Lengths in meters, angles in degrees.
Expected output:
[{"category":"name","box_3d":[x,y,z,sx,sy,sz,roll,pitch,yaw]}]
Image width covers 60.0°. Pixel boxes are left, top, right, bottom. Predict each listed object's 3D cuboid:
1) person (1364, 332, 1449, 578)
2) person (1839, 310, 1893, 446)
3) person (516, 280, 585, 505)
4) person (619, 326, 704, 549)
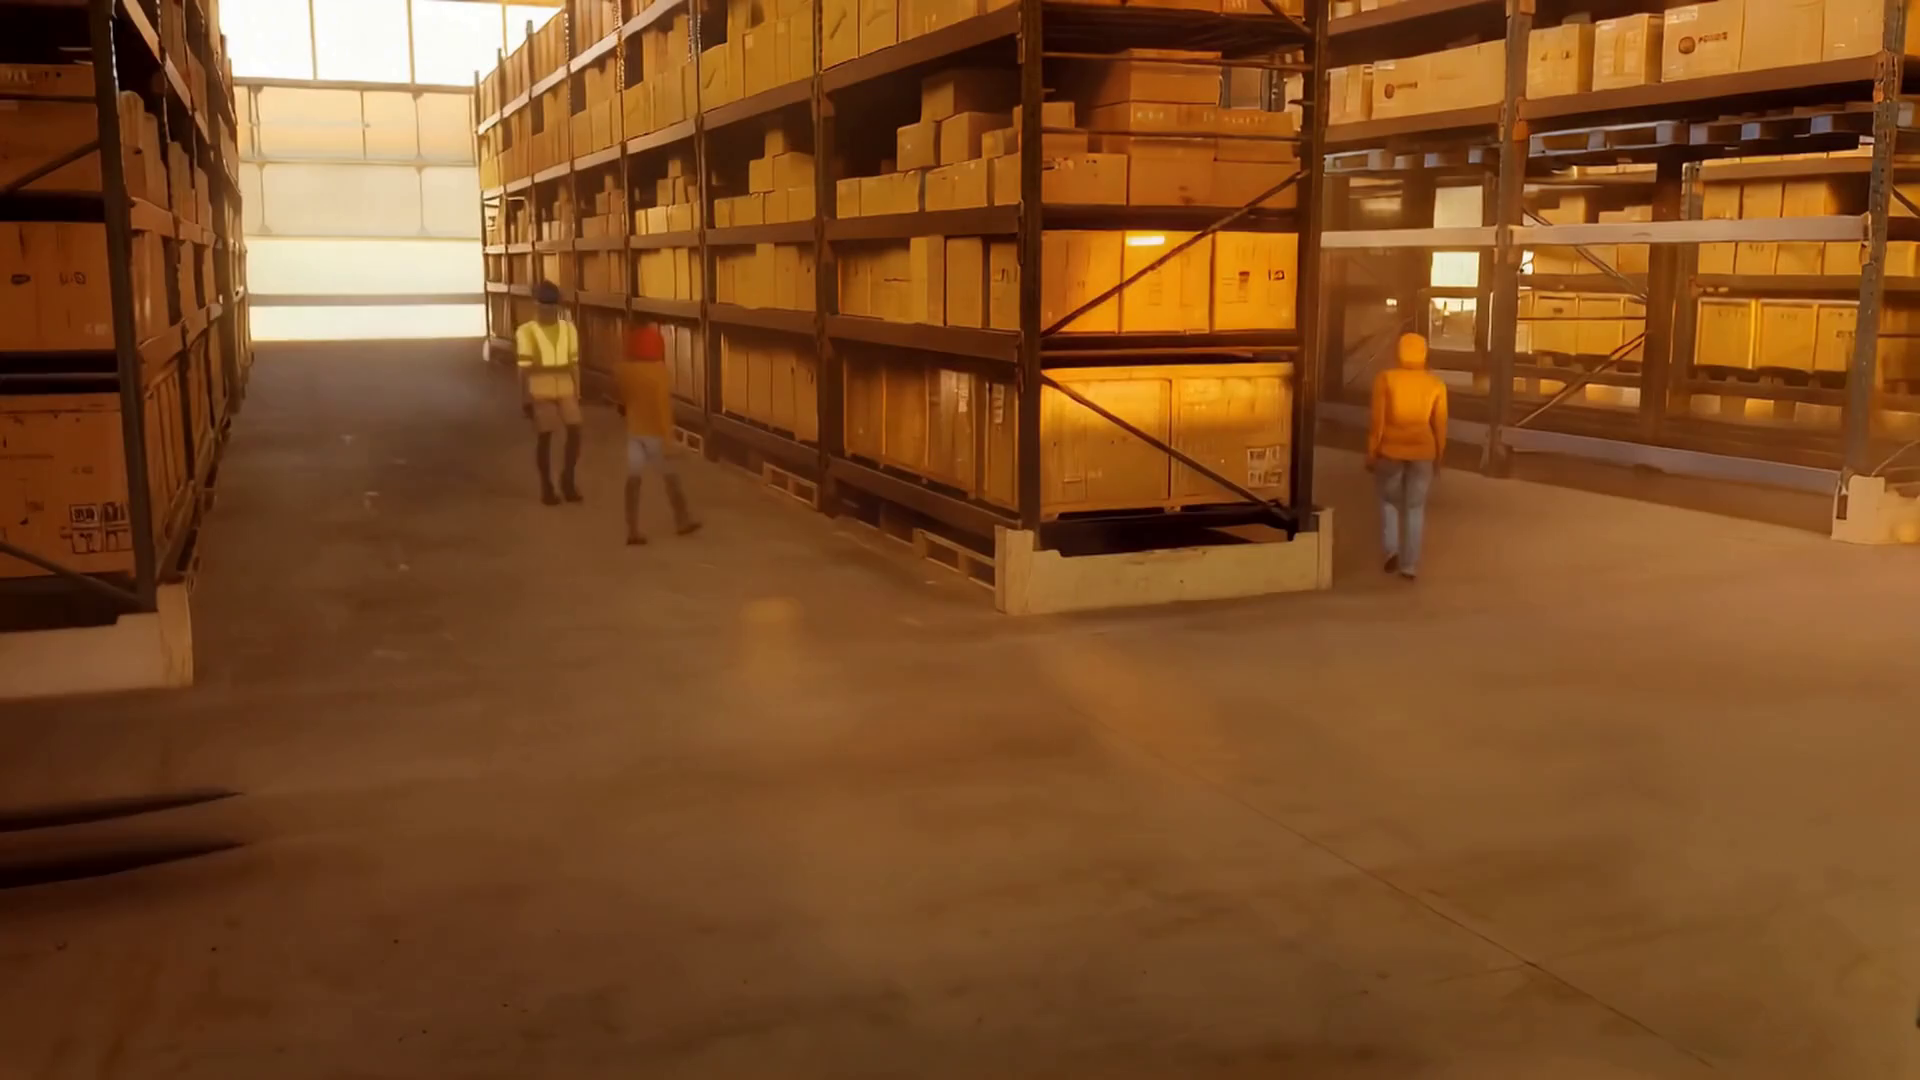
[{"category":"person","box_3d":[2.919,-0.551,10.916,0.538,1.619,0.411,1,10,8]},{"category":"person","box_3d":[9.176,-1.516,16.777,0.510,1.606,0.776,-1,10,-5]},{"category":"person","box_3d":[-3.446,-1.232,14.111,0.589,1.914,0.587,-7,12,-35]},{"category":"person","box_3d":[-2.230,-0.760,12.217,0.508,1.605,0.735,4,10,23]}]
